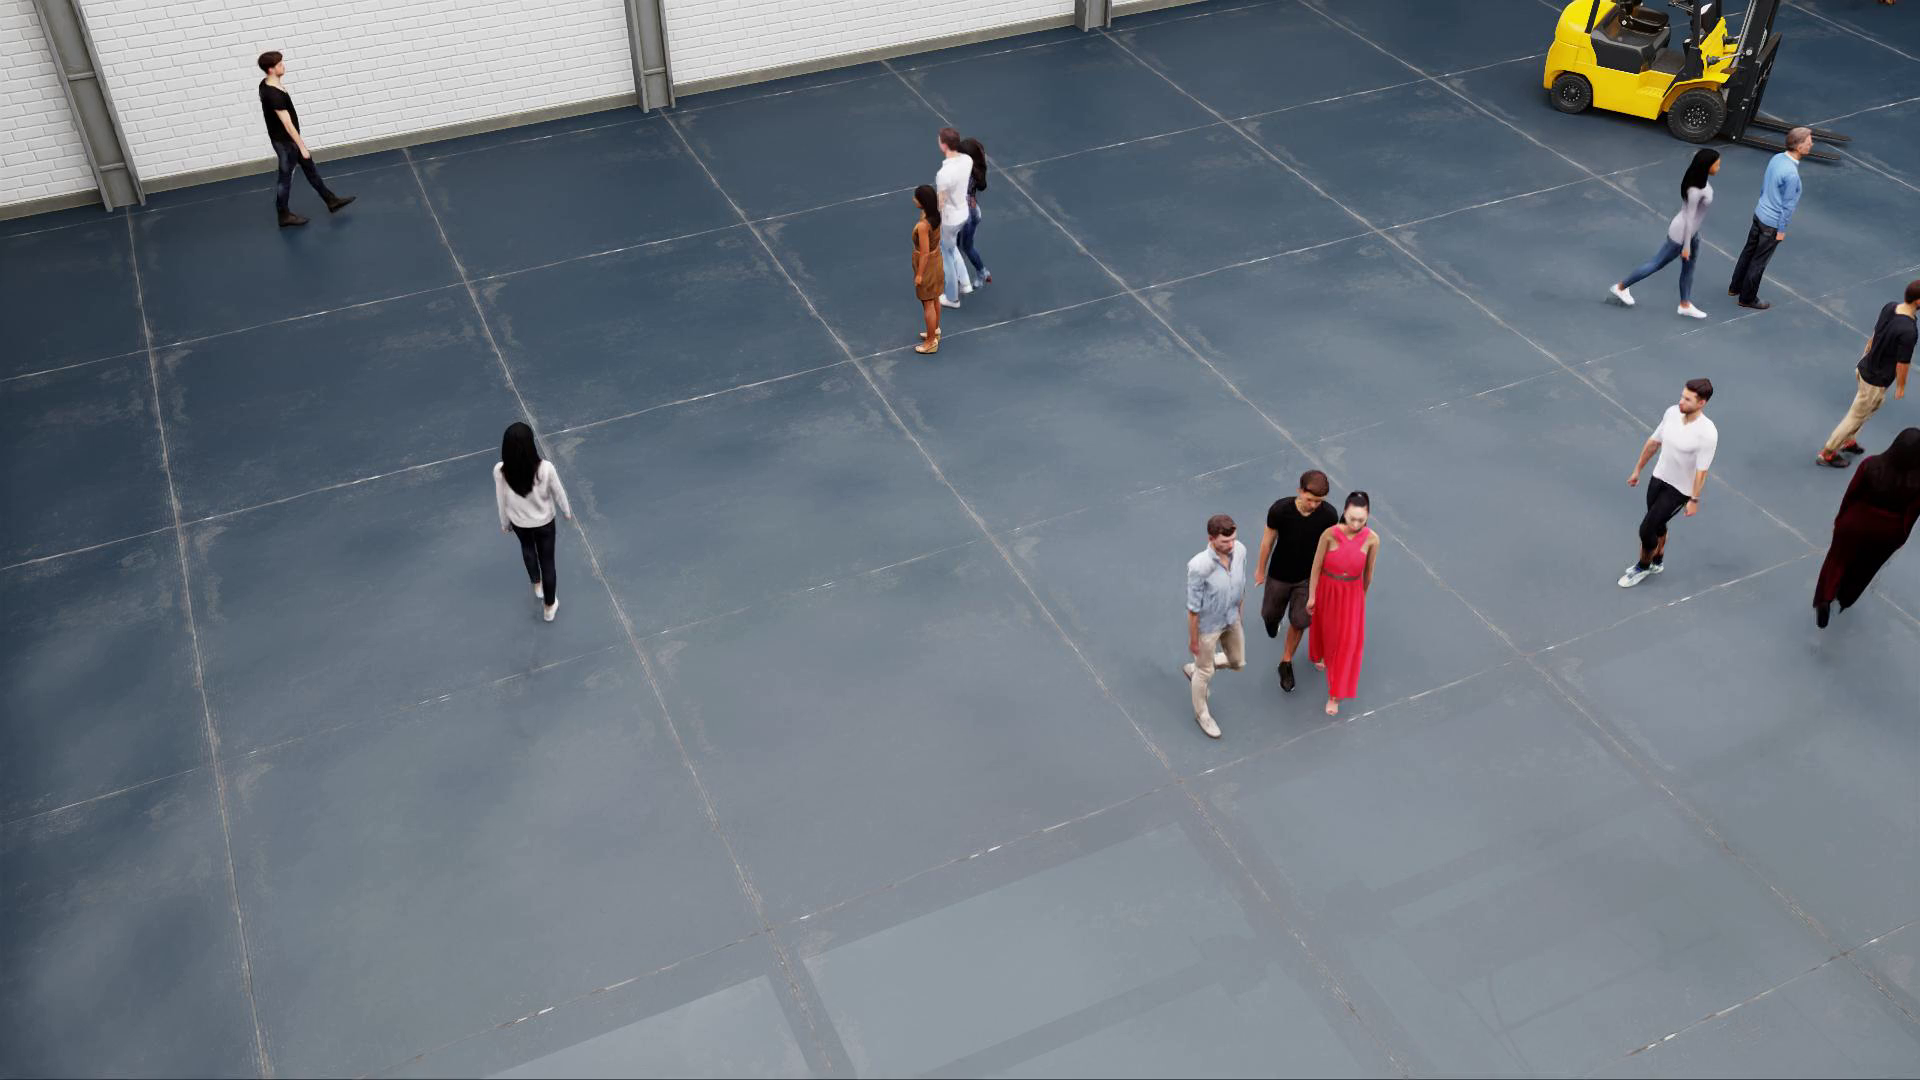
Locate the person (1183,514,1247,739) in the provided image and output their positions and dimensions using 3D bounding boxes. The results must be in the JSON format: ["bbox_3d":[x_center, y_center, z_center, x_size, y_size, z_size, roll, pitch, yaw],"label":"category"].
[{"bbox_3d":[1.695,0.511,11.433,0.747,1.839,0.772,-23,44,-26],"label":"person"}]

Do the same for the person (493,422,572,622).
[{"bbox_3d":[-3.174,-0.090,12.309,0.769,1.685,0.832,-3,39,-3],"label":"person"}]

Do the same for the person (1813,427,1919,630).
[{"bbox_3d":[6.682,-0.044,12.206,0.949,1.742,1.064,21,43,24],"label":"person"}]

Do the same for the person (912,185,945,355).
[{"bbox_3d":[-0.294,-2.503,15.329,0.674,1.687,0.639,7,39,9],"label":"person"}]

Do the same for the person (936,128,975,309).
[{"bbox_3d":[0.001,-3.039,15.878,0.876,1.840,0.785,20,43,23],"label":"person"}]

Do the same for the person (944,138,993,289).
[{"bbox_3d":[0.123,-3.160,16.216,0.804,1.606,0.708,-7,39,-9],"label":"person"}]

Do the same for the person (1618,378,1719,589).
[{"bbox_3d":[5.484,-0.449,12.638,0.740,1.835,0.739,-11,40,-14],"label":"person"}]

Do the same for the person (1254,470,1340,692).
[{"bbox_3d":[2.392,0.175,11.857,1.069,1.834,1.058,6,39,7],"label":"person"}]

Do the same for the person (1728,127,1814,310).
[{"bbox_3d":[7.806,-3.118,15.994,0.720,1.818,0.741,0,39,0],"label":"person"}]

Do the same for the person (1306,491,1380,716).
[{"bbox_3d":[2.673,0.326,11.783,1.076,1.690,1.067,8,39,10],"label":"person"}]

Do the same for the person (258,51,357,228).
[{"bbox_3d":[-7.059,-4.101,17.189,1.057,1.862,0.738,-15,41,-18],"label":"person"}]

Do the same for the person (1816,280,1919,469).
[{"bbox_3d":[7.492,-1.356,13.773,0.839,1.836,0.796,3,39,4],"label":"person"}]

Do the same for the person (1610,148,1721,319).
[{"bbox_3d":[6.767,-2.912,15.833,1.159,1.698,1.170,16,41,19],"label":"person"}]
